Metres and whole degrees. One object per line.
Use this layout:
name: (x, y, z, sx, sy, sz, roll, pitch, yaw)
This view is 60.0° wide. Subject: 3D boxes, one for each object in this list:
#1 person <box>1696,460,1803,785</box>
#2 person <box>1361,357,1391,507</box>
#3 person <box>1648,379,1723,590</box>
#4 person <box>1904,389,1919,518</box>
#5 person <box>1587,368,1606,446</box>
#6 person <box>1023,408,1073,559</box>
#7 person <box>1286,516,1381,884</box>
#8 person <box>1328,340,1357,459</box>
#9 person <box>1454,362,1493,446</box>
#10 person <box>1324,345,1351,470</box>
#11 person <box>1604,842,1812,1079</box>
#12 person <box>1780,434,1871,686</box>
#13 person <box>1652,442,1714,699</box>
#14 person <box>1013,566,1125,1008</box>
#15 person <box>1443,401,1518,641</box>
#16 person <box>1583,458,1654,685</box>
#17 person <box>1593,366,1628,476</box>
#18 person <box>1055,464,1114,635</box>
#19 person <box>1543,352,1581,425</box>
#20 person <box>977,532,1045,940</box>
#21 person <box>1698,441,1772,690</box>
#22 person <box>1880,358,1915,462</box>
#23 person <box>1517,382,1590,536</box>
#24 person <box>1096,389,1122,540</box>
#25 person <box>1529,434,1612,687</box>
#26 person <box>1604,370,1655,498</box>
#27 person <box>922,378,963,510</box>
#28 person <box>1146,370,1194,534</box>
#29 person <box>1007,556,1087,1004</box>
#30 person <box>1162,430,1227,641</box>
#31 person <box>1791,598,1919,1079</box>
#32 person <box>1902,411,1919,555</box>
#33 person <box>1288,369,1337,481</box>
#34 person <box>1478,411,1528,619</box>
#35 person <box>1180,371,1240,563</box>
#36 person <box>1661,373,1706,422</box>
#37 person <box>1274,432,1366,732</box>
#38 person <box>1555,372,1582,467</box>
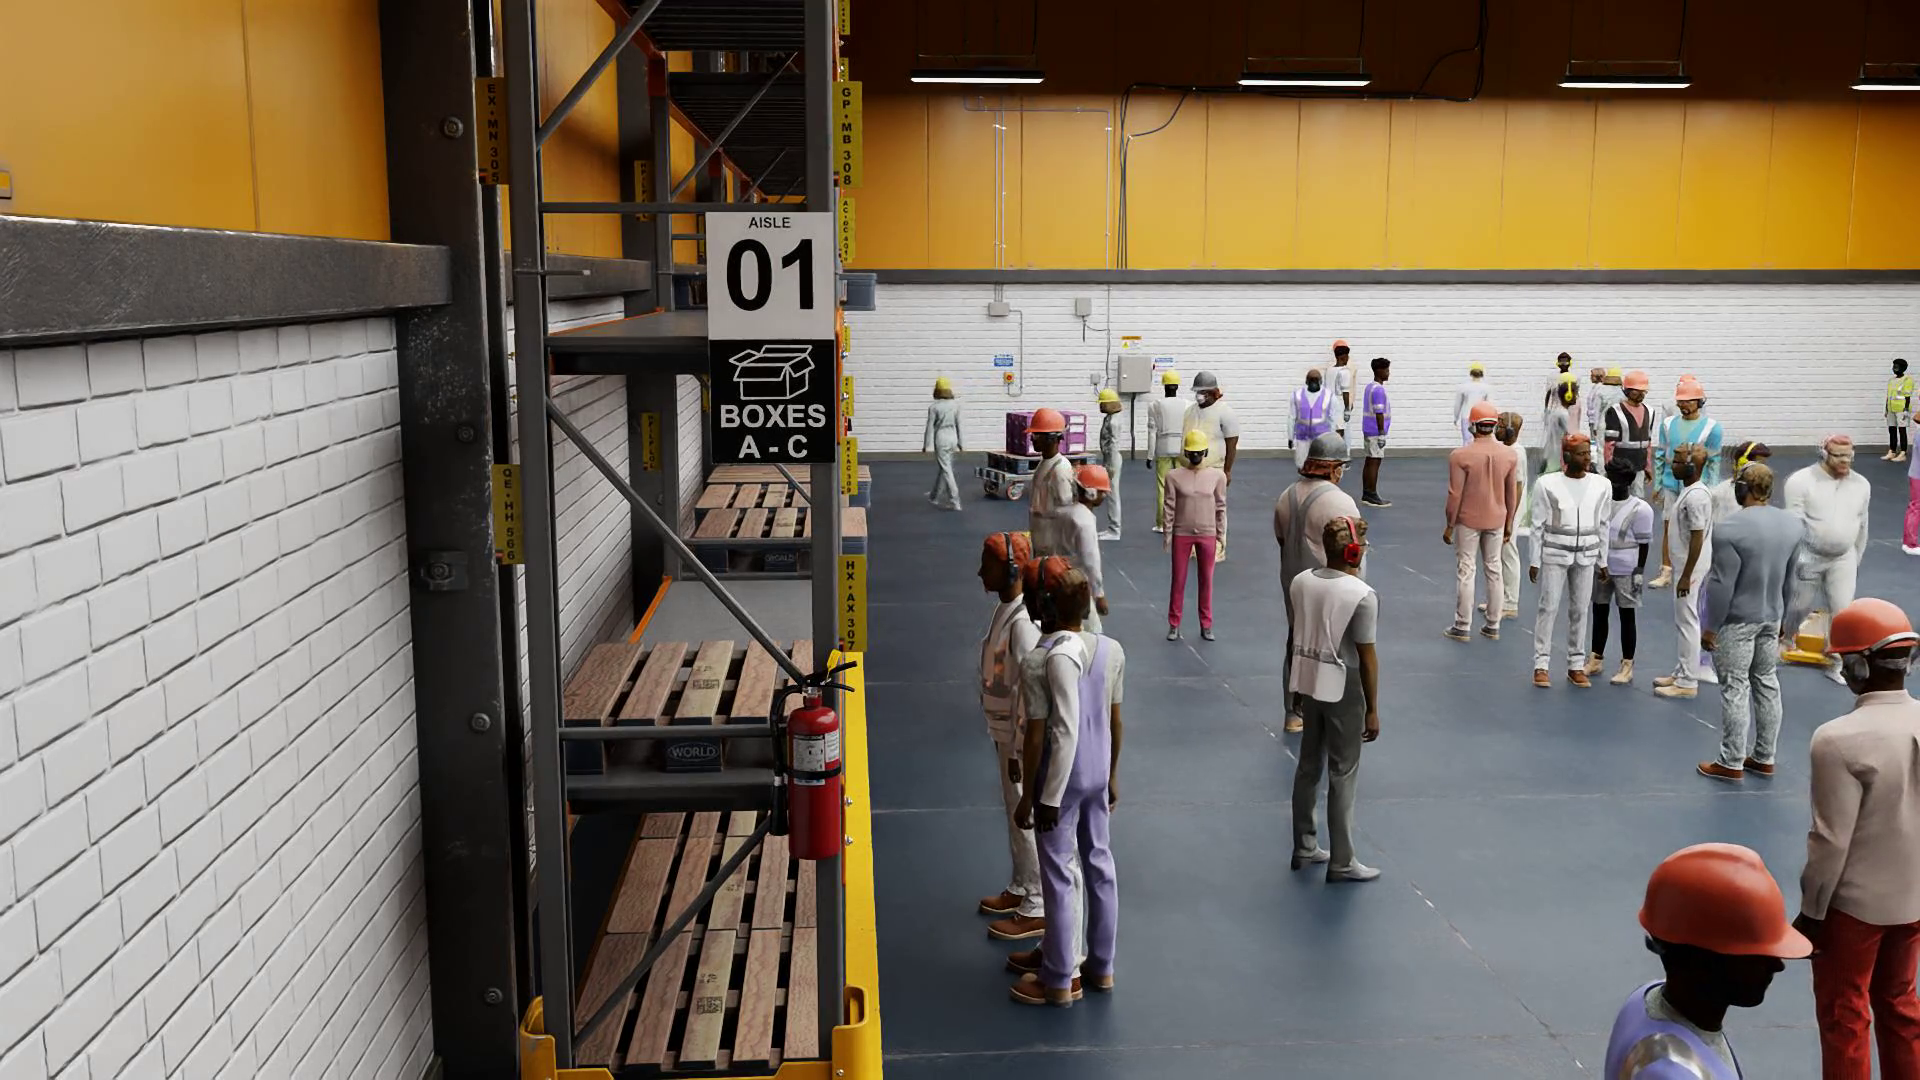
person: (4.710, 0.492, 9.947, 0.635, 1.937, 0.353, -3, 10, -20)
person: (5.487, -1.424, 21.904, 0.368, 1.962, 0.603, 0, 9, -1)
person: (6.940, -0.514, 15.937, 0.376, 2.044, 0.607, -9, 13, -44)
person: (11.865, -1.094, 20.447, 0.311, 1.768, 0.533, 4, 10, 22)
person: (9.644, -1.785, 25.184, 0.311, 1.638, 0.522, 1, 9, 6)
person: (0.660, 0.022, 12.570, 0.375, 2.044, 0.605, -2, 9, -12)
person: (1.862, 0.794, 8.341, 0.374, 1.843, 0.575, -6, 11, -31)
person: (6.204, -2.272, 27.175, 0.623, 1.983, 0.413, -6, 11, -32)
person: (7.780, -1.827, 25.206, 0.530, 1.717, 0.904, 2, 9, 10)
person: (5.901, -2.069, 25.988, 0.385, 1.957, 0.602, -4, 10, -22)
person: (1.454, 1.543, 3.352, 0.355, 1.939, 0.543, 3, 10, 19)
person: (6.522, 0.110, 12.593, 0.639, 1.867, 0.805, 1, 9, 7)
person: (5.211, 0.219, 11.949, 0.330, 1.844, 0.520, 4, 10, 22)
person: (0.450, 1.020, 6.920, 0.506, 1.846, 0.349, -6, 11, -32)
person: (4.309, -0.152, 13.810, 0.622, 1.993, 0.382, -2, 9, -11)
person: (4.874, 0.227, 12.380, 0.320, 1.693, 0.531, -6, 11, -33)
person: (9.354, -1.633, 23.935, 0.487, 1.733, 0.333, 1, 9, 4)
person: (0.837, 0.332, 11.638, 0.465, 1.723, 0.570, 0, 9, -2)
person: (9.187, -1.932, 25.391, 0.532, 1.868, 0.310, 3, 10, 19)
person: (0.256, 0.888, 7.678, 0.355, 1.876, 0.573, -1, 9, -7)
person: (5.689, 0.196, 12.126, 0.589, 1.826, 0.812, -4, 10, -26)
person: (15.278, -2.114, 27.092, 0.321, 1.689, 0.530, -2, 9, -11)
person: (6.944, -0.920, 19.230, 1.025, 1.806, 0.487, 2, 9, 15)
person: (1.709, -0.872, 19.133, 0.306, 1.739, 0.496, 0, 9, 1)
person: (4.483, 0.154, 12.243, 0.583, 1.881, 0.338, 0, 9, 3)
person: (7.083, -0.773, 17.564, 0.613, 2.041, 0.393, -3, 10, -20)
person: (-0.239, -1.258, 21.674, 0.506, 1.687, 0.890, -7, 11, -36)
person: (2.476, -1.032, 19.544, 0.585, 1.930, 0.366, -1, 9, -6)
person: (0.382, 0.991, 6.982, 0.355, 1.886, 0.575, 0, 9, 0)
person: (1.945, -0.034, 13.793, 0.534, 1.767, 0.314, 0, 9, 2)
person: (2.985, 1.176, 5.509, 0.618, 1.981, 0.407, -4, 10, -22)
person: (10.466, -0.652, 18.089, 0.289, 1.632, 0.497, 4, 10, 23)
person: (4.683, -1.381, 22.125, 0.640, 1.806, 0.760, 3, 10, 20)
person: (4.824, -0.221, 14.717, 0.335, 1.845, 0.514, 1, 9, 8)
person: (2.571, -0.778, 17.603, 0.536, 2.000, 0.688, -8, 12, -42)
person: (9.497, -1.312, 21.853, 0.566, 1.750, 0.341, 7, 11, 36)
person: (2.383, 0.296, 10.857, 0.535, 2.000, 0.680, -5, 10, -28)
person: (7.936, -1.314, 21.828, 0.527, 1.767, 0.331, -7, 11, -36)
